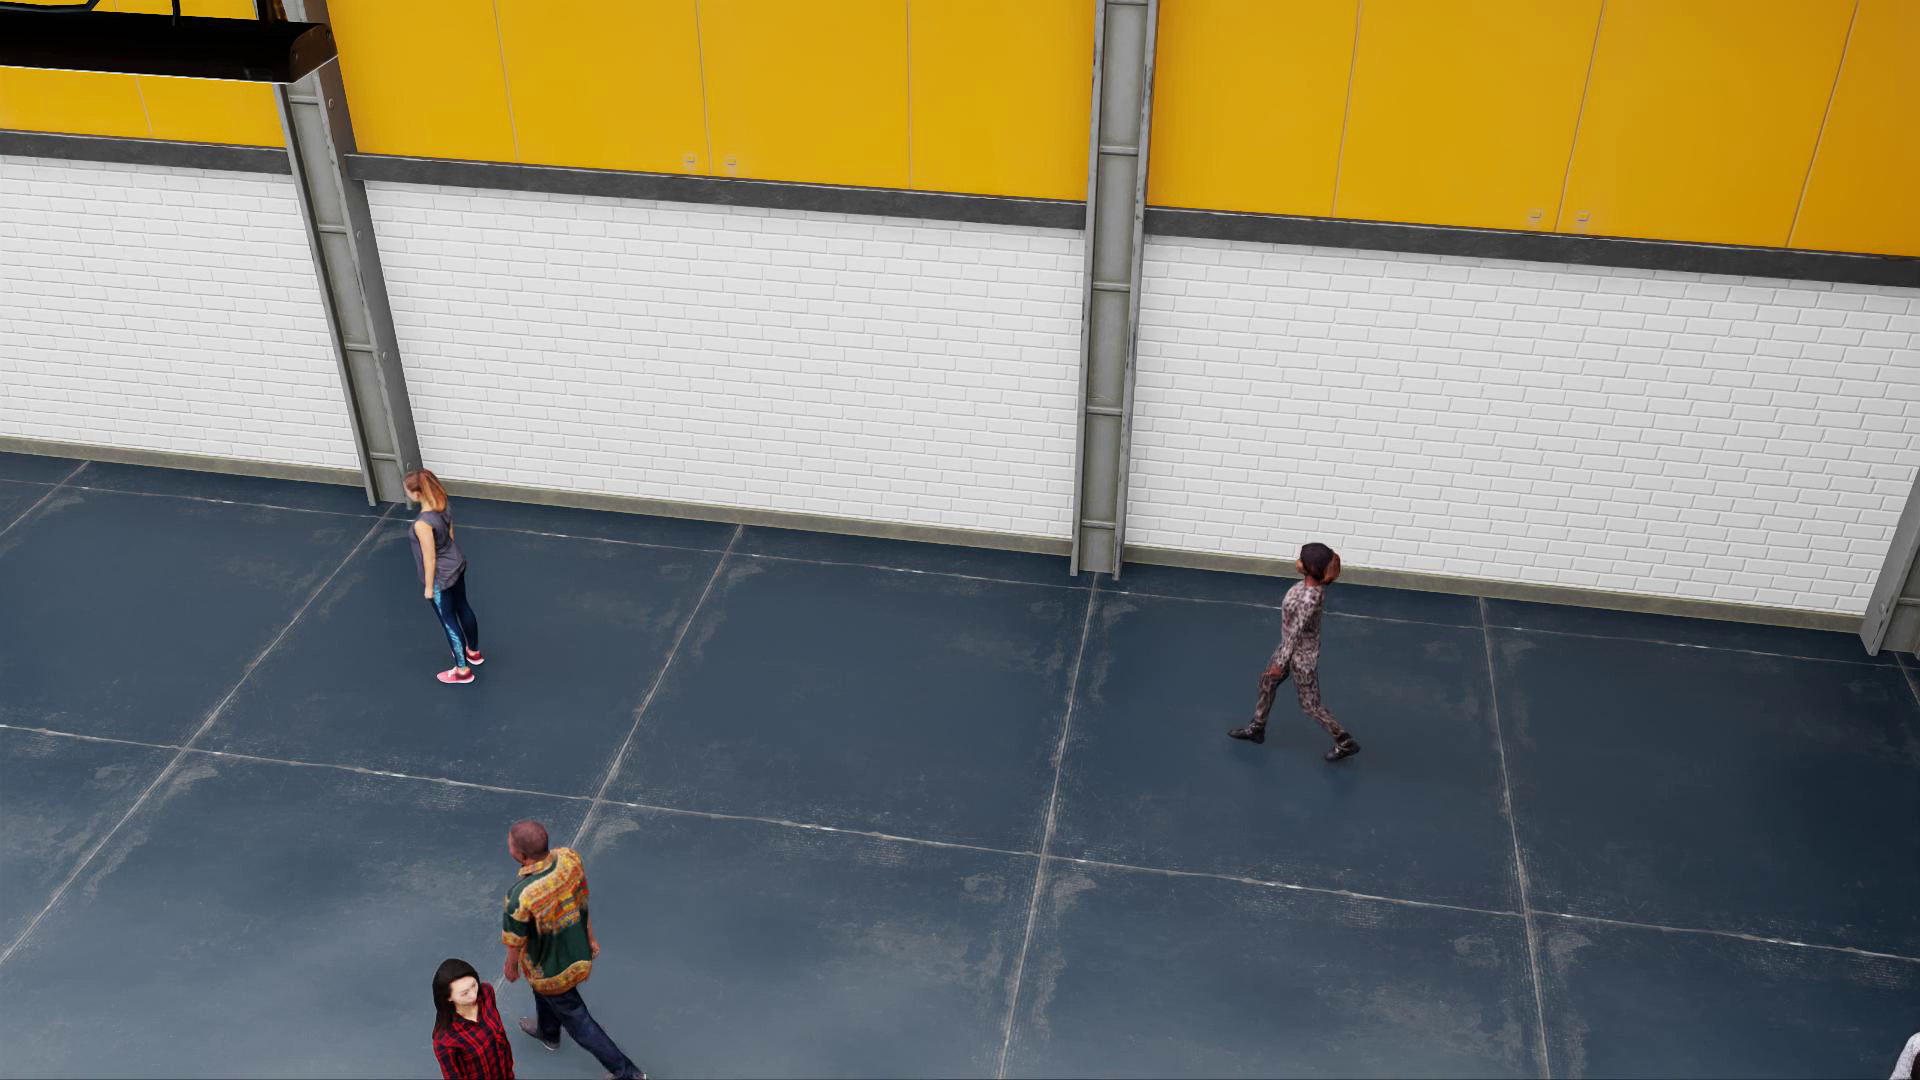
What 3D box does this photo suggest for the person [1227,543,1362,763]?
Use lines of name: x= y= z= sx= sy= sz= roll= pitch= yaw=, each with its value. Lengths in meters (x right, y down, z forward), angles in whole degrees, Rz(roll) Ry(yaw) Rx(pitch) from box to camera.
person: x=2.328 y=0.789 z=10.994 sx=1.120 sy=1.682 sz=0.599 roll=7 pitch=34 yaw=11

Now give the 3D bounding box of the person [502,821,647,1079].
person: x=-2.059 y=2.233 z=8.738 sx=1.228 sy=1.774 sz=0.864 roll=14 pitch=36 yaw=20

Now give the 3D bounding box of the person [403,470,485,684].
person: x=-3.655 y=0.239 z=11.771 sx=0.515 sy=1.737 sz=0.548 roll=5 pitch=34 yaw=8

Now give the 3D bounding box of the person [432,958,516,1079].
person: x=-2.383 y=2.665 z=8.194 sx=0.550 sy=1.657 sz=0.615 roll=10 pitch=35 yaw=15
